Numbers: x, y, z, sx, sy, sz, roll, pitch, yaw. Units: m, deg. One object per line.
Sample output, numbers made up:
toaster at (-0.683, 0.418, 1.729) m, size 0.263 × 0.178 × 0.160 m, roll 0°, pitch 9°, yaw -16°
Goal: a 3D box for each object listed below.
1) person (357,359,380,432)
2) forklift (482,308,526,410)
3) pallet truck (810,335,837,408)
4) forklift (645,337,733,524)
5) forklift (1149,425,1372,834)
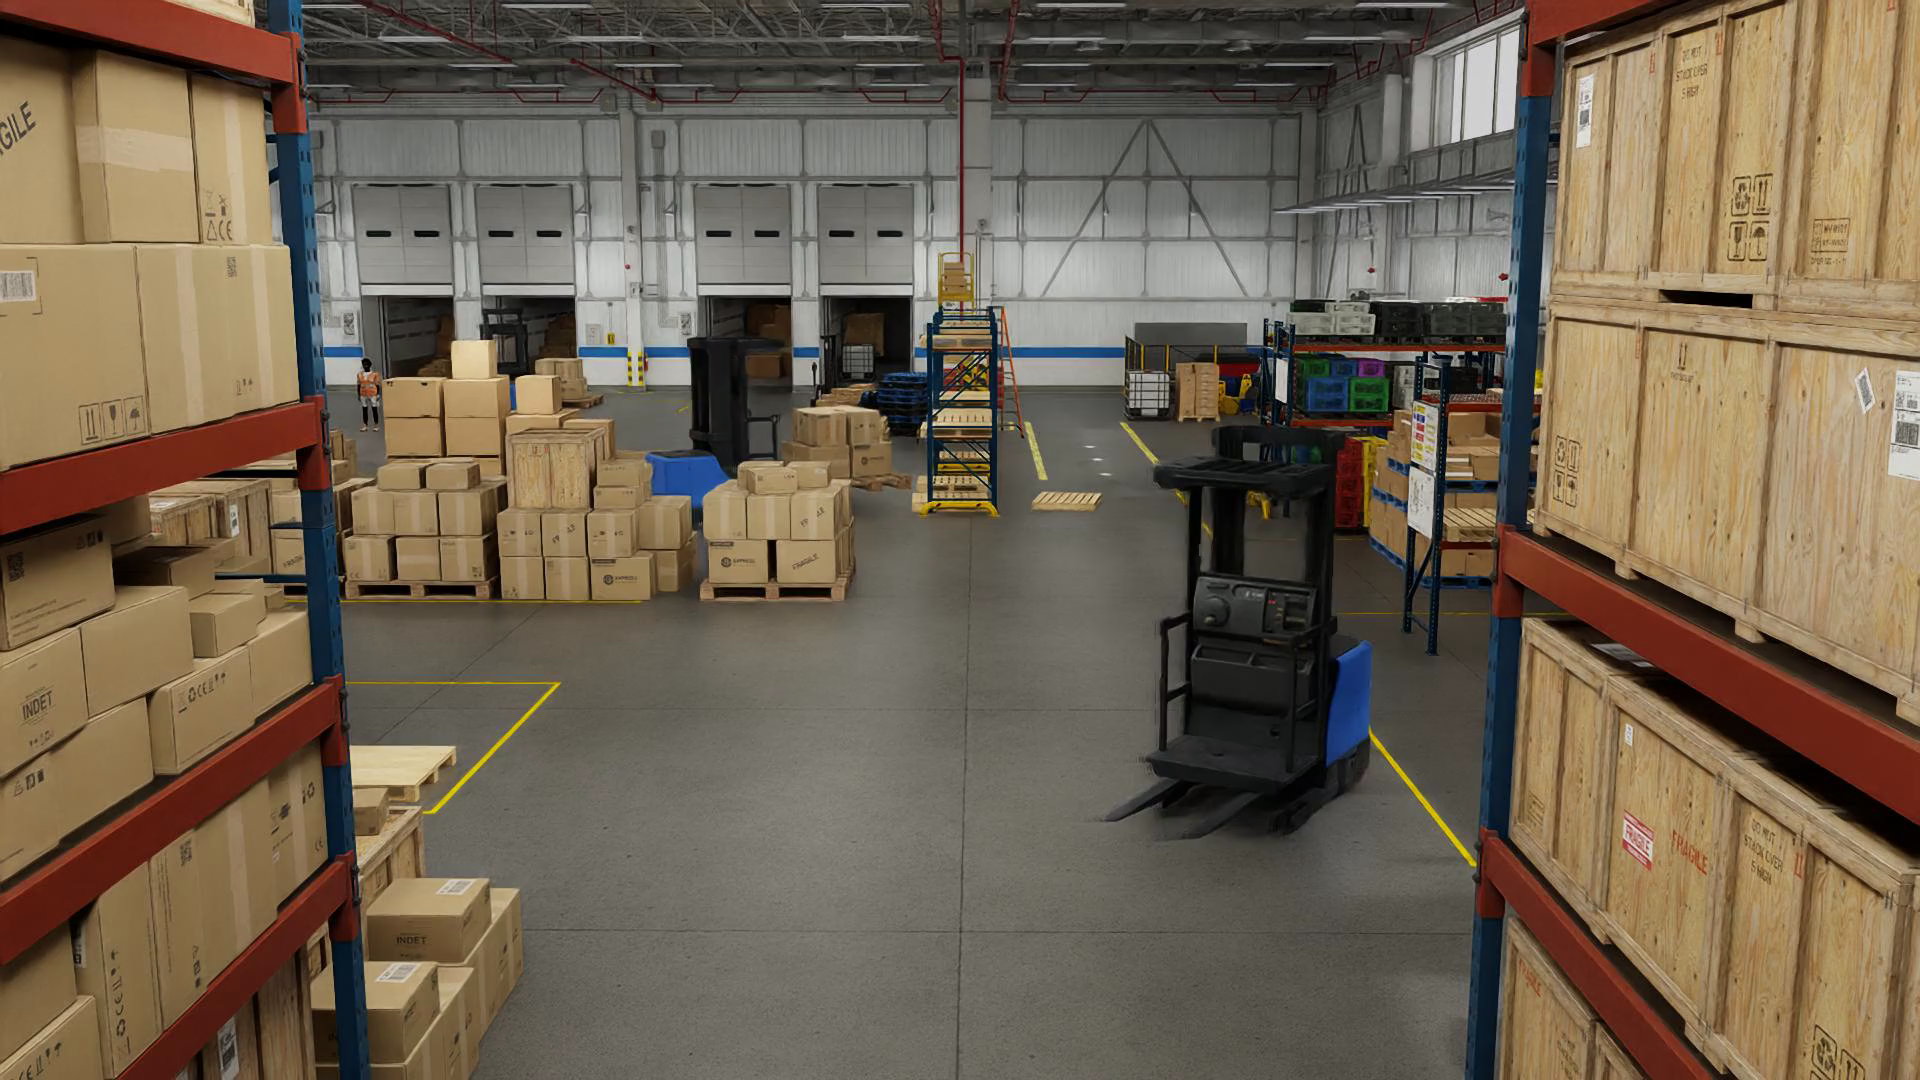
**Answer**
person at (-13.655, -3.342, 38.396) m, size 0.541 × 1.695 × 0.316 m, roll 0°, pitch 10°, yaw 1°
forklift at (-10.700, -4.063, 39.144) m, size 1.129 × 2.768 × 1.873 m, roll -3°, pitch 10°, yaw -15°
pallet truck at (-3.021, -4.312, 43.126) m, size 1.885 × 1.965 × 0.823 m, roll 3°, pitch 10°, yaw 17°
forklift at (-3.817, -1.683, 25.412) m, size 1.873 × 2.768 × 1.129 m, roll -6°, pitch 12°, yaw -31°
forklift at (2.365, 0.540, 12.585) m, size 1.129 × 2.768 × 1.873 m, roll 6°, pitch 12°, yaw 32°
